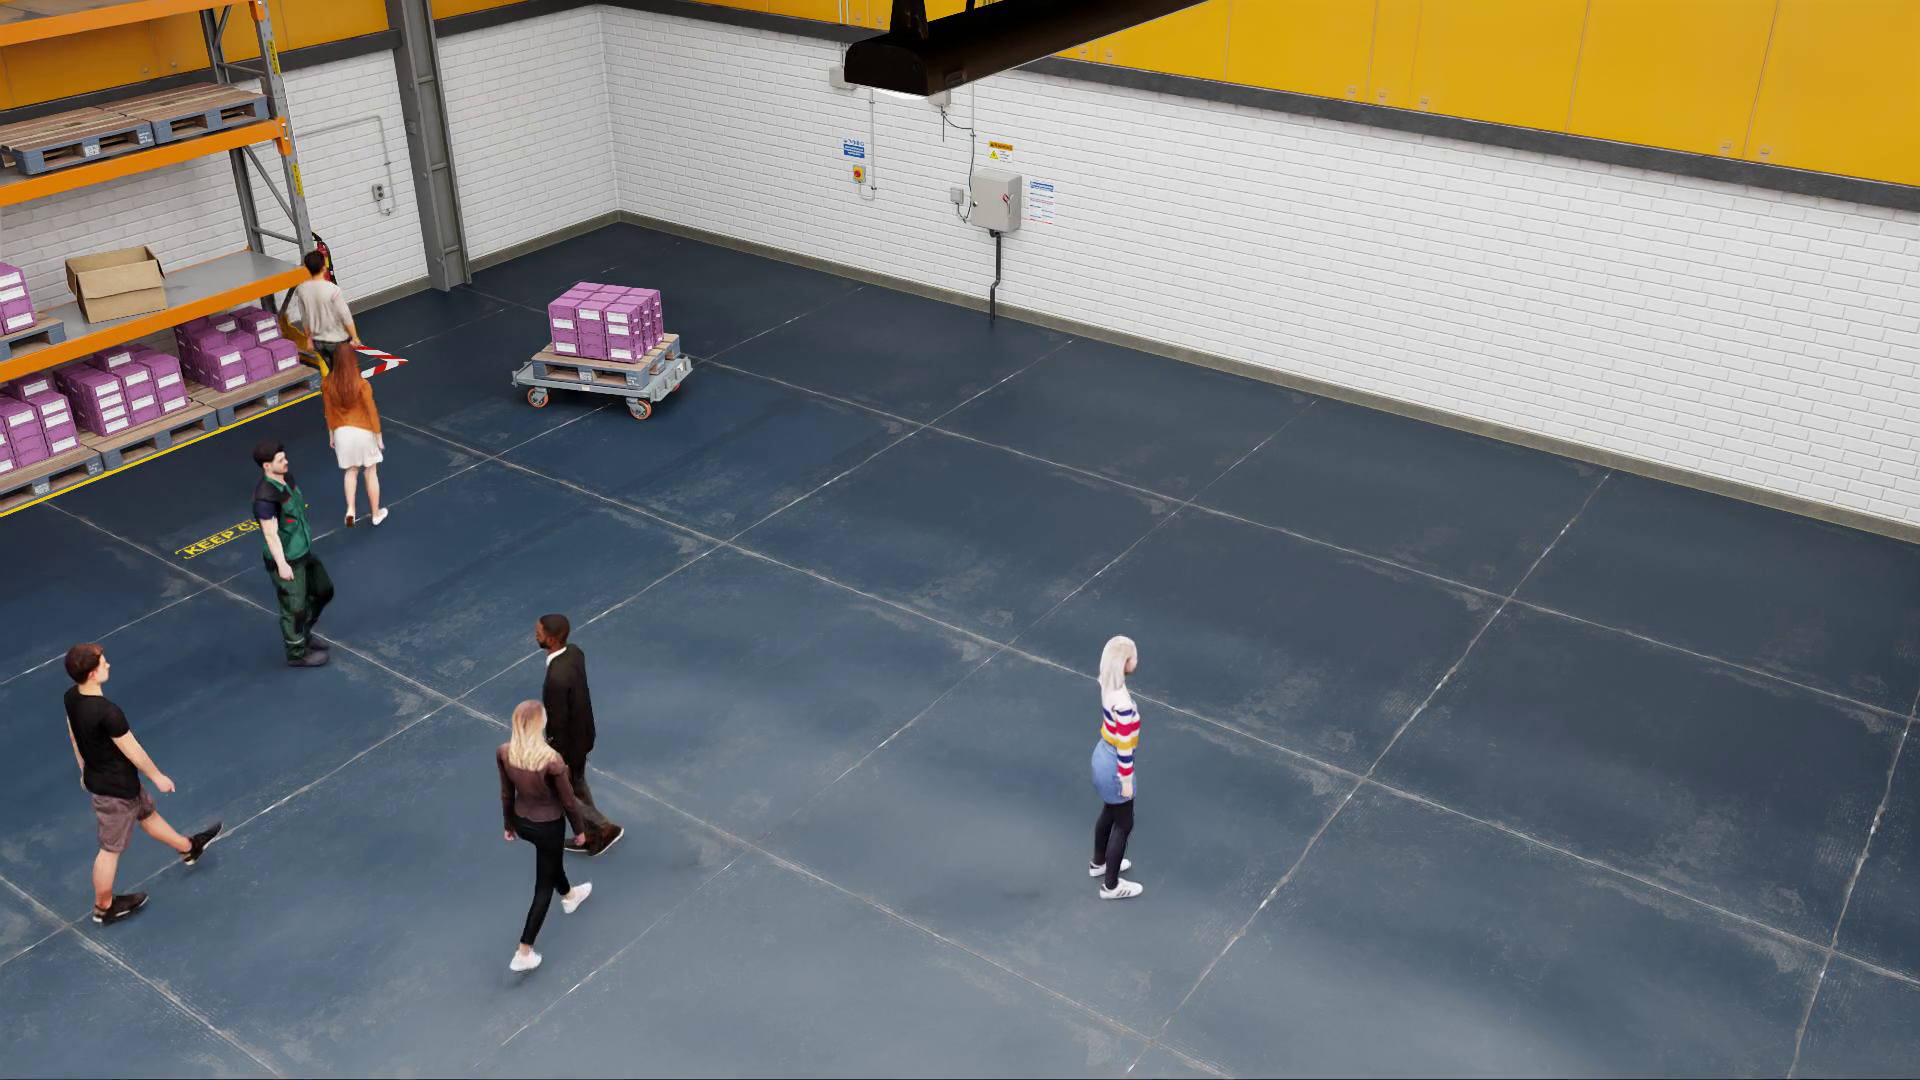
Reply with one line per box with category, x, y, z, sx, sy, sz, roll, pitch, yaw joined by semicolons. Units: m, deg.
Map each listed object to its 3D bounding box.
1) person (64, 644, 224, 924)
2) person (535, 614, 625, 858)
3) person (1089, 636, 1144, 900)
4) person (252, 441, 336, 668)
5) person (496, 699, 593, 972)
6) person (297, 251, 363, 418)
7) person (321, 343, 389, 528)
person;-5.165;1.496;9.967;0.737;1.820;1.168;23;36;36
person;-2.358;1.263;10.425;0.903;1.790;0.827;1;29;2
person;0.922;1.377;10.201;0.792;1.804;0.722;-4;29;-7
person;-5.103;0.116;12.428;0.892;1.886;0.819;-3;29;-5
person;-2.484;1.736;9.687;0.795;1.666;1.171;12;31;20
person;-6.192;-1.909;16.230;0.757;1.799;0.764;8;30;15
person;-5.261;-0.852;14.391;0.852;1.706;0.936;0;29;0
